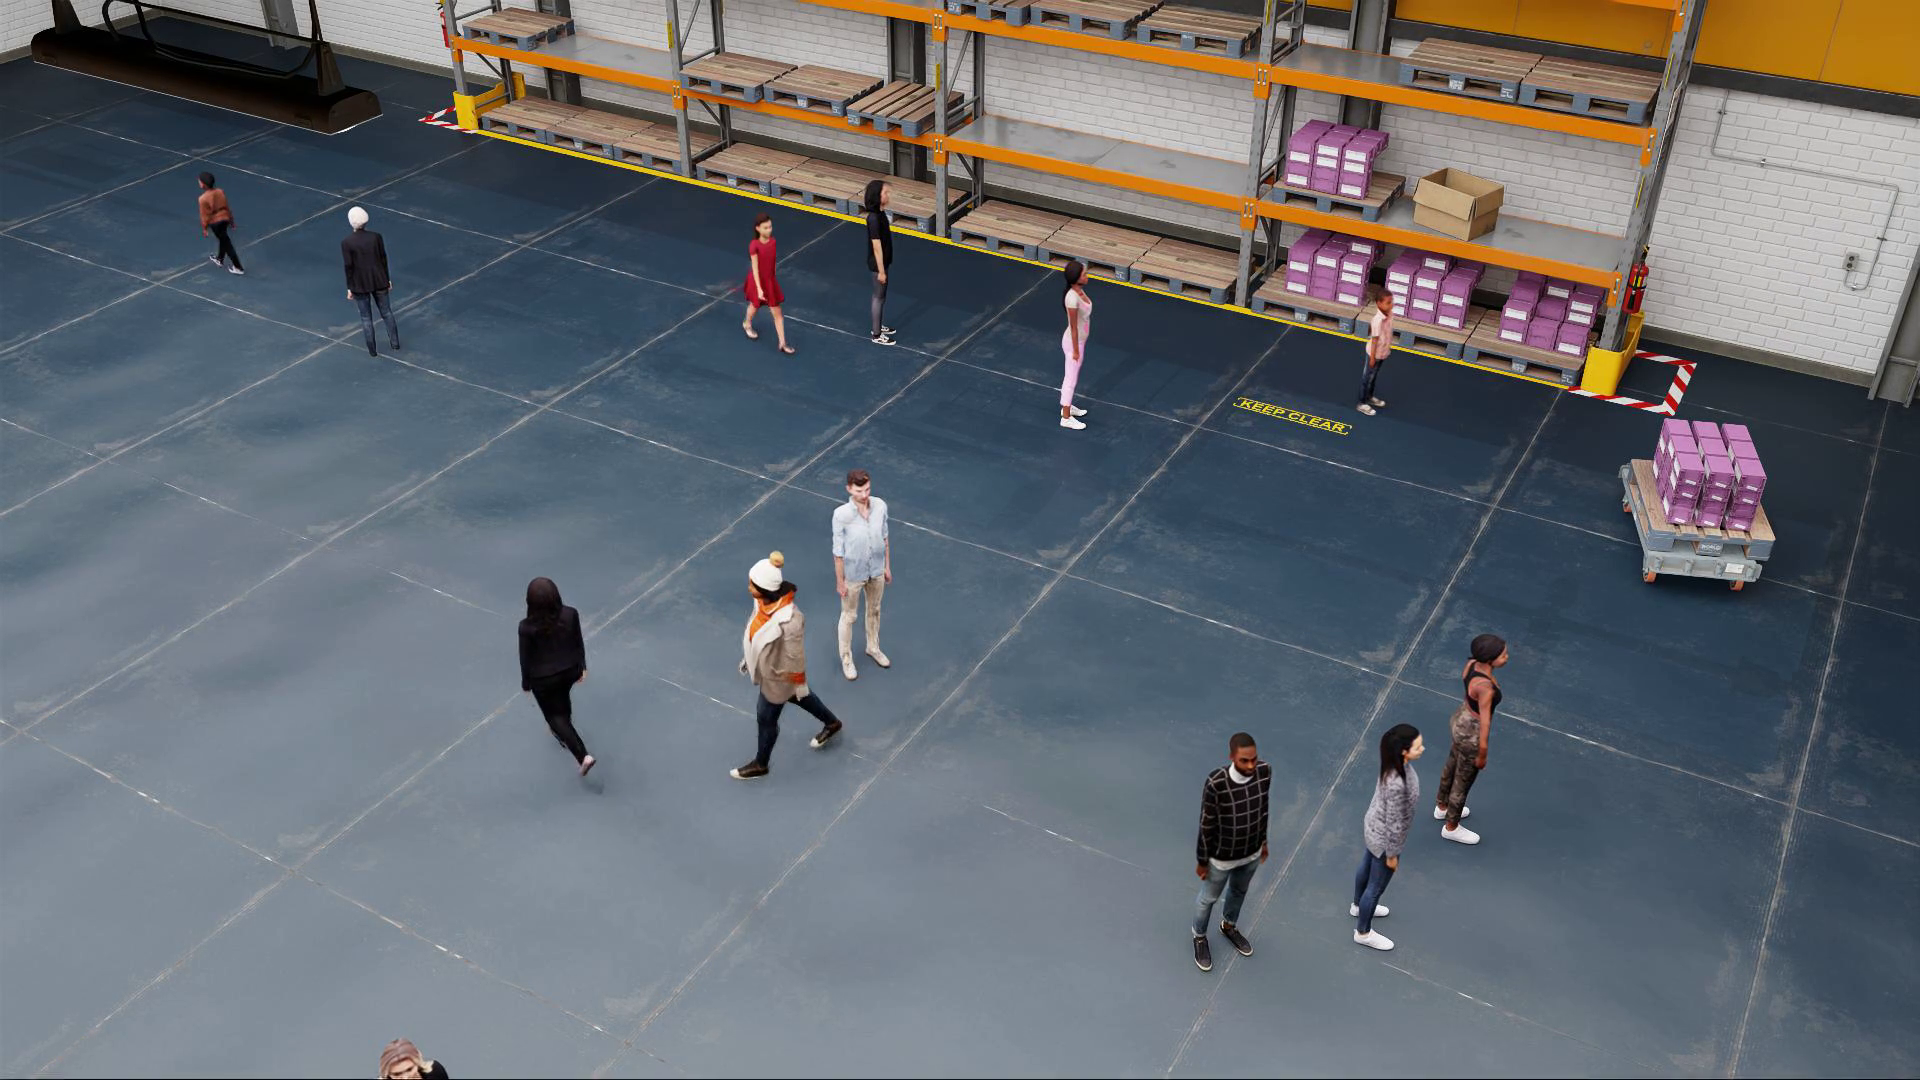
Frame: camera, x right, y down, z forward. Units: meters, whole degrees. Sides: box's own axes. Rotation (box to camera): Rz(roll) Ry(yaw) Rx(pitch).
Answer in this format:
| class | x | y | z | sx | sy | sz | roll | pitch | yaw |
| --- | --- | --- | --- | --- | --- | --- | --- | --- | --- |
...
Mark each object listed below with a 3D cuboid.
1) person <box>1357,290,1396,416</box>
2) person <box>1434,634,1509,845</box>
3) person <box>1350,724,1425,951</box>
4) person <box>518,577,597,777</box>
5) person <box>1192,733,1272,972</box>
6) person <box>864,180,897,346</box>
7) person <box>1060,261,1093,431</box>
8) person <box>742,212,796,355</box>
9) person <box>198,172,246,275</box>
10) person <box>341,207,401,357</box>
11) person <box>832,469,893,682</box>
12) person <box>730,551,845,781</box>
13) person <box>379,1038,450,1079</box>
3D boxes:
| class | x | y | z | sx | sy | sz | roll | pitch | yaw |
| --- | --- | --- | --- | --- | --- | --- | --- | --- | --- |
| person | 4.211 | -1.918 | 16.801 | 0.498 | 1.307 | 0.522 | 22 | 39 | 29 |
| person | 3.540 | 1.347 | 11.533 | 0.675 | 1.700 | 0.657 | 1 | 34 | 2 |
| person | 2.741 | 1.872 | 10.716 | 0.653 | 1.732 | 0.682 | 4 | 34 | 6 |
| person | -2.915 | 1.019 | 12.124 | 0.819 | 1.594 | 1.096 | -28 | 43 | -35 |
| person | 1.720 | 1.931 | 10.547 | 0.747 | 1.820 | 0.766 | -14 | 36 | -19 |
| person | -0.878 | -3.024 | 17.985 | 0.714 | 1.838 | 0.714 | 0 | 34 | 0 |
| person | 1.129 | -1.948 | 16.454 | 0.638 | 1.742 | 0.646 | 4 | 34 | 5 |
| person | -2.168 | -2.798 | 17.932 | 0.784 | 1.520 | 1.135 | -25 | 41 | -32 |
| person | -8.672 | -3.713 | 19.569 | 0.819 | 1.231 | 0.556 | 16 | 37 | 22 |
| person | -6.364 | -2.712 | 17.821 | 0.815 | 1.781 | 0.727 | -23 | 40 | -30 |
| person | -0.767 | 0.234 | 13.076 | 0.728 | 1.846 | 0.712 | -18 | 38 | -25 |
| person | -1.212 | 0.864 | 12.120 | 1.188 | 1.855 | 1.212 | -15 | 36 | -21 |
| person | -2.810 | 3.210 | 8.744 | 0.689 | 1.685 | 0.669 | -22 | 40 | -30 |
